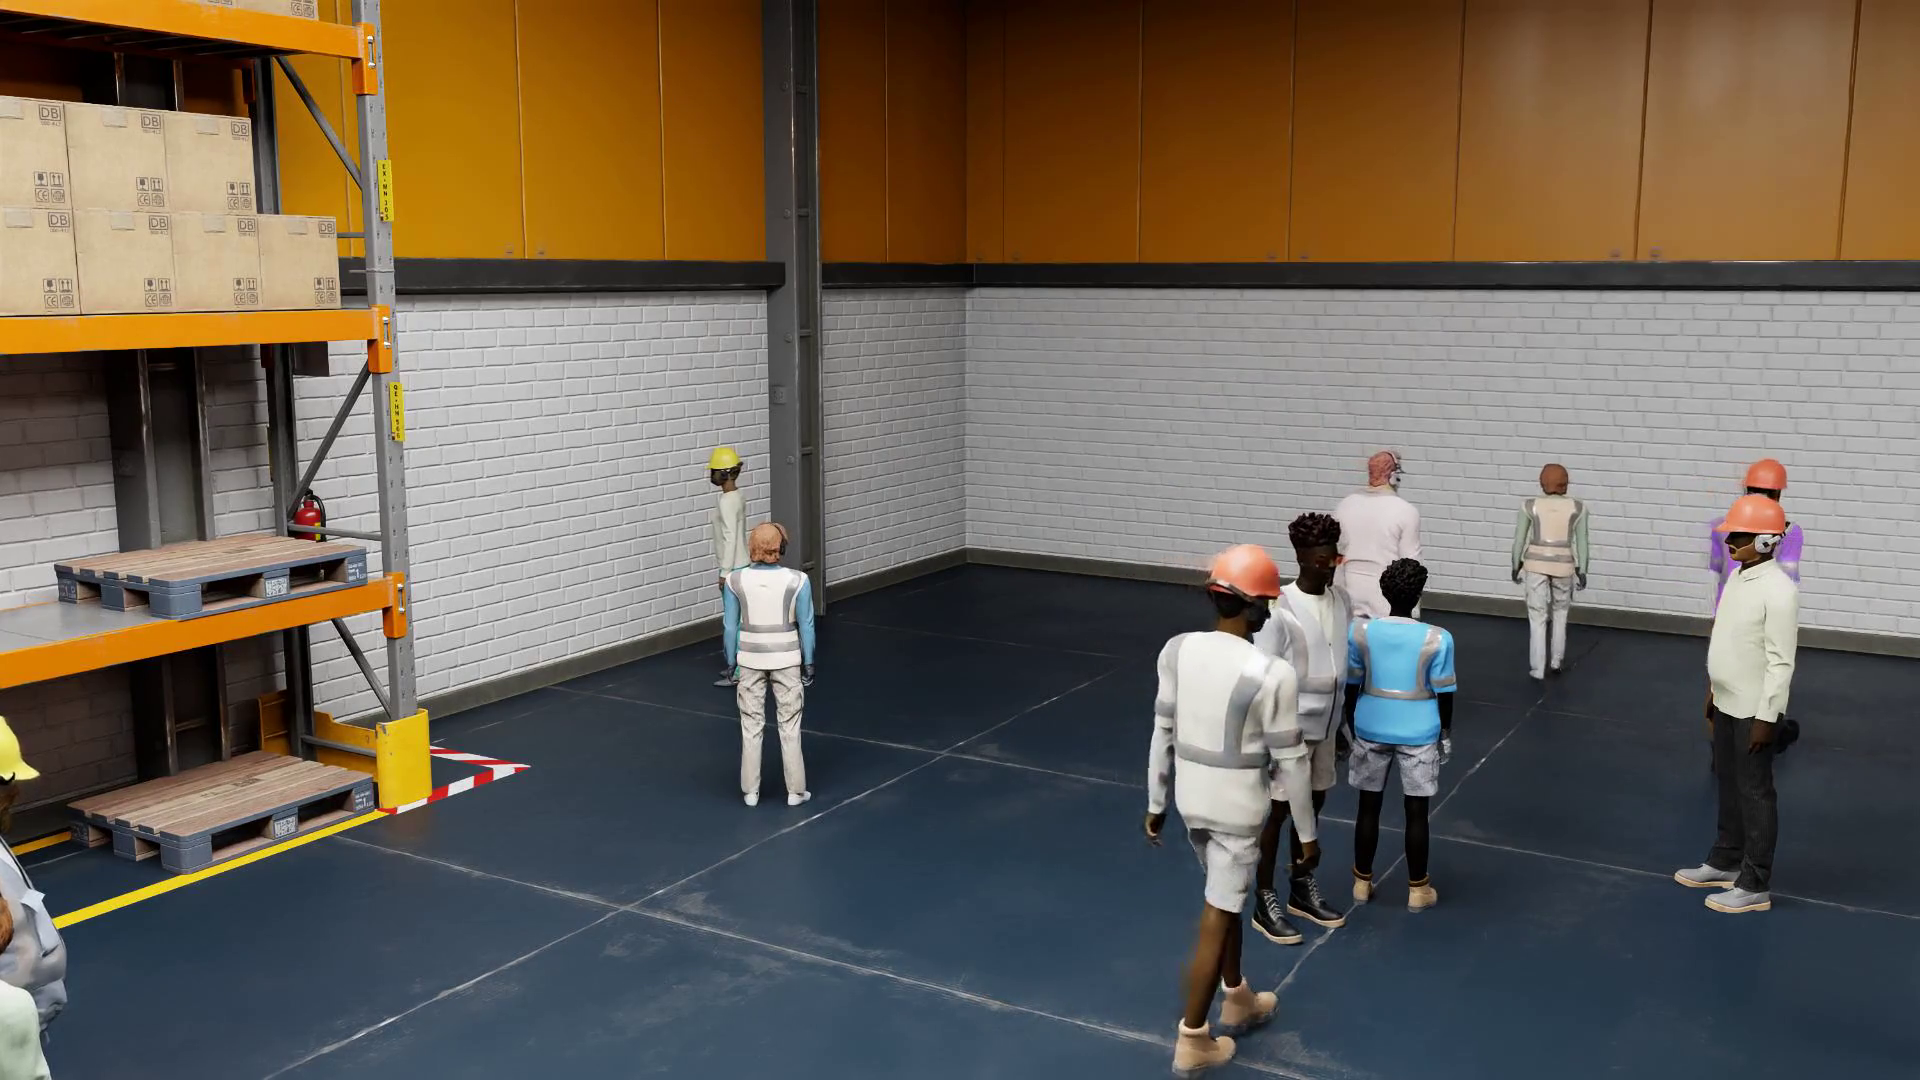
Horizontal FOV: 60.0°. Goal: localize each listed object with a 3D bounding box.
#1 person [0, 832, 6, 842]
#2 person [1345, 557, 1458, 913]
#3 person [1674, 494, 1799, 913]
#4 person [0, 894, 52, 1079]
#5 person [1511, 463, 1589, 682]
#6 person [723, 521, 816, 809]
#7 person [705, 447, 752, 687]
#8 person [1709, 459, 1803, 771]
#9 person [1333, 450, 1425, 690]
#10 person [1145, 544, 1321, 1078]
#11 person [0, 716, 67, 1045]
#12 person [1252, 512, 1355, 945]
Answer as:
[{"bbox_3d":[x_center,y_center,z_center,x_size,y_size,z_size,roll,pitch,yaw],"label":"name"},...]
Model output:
[{"bbox_3d":[-3.285,1.241,5.260,0.591,1.919,0.392,1,9,4],"label":"person"},{"bbox_3d":[2.083,0.925,7.920,0.541,1.696,0.315,4,10,25],"label":"person"},{"bbox_3d":[3.746,0.772,7.948,0.376,1.995,0.612,0,9,1],"label":"person"},{"bbox_3d":[-2.404,1.569,4.085,0.497,1.636,0.285,2,9,15],"label":"person"},{"bbox_3d":[4.417,0.227,12.511,0.541,1.618,0.630,2,9,12],"label":"person"},{"bbox_3d":[-1.077,0.712,9.424,0.523,1.638,0.311,0,9,2],"label":"person"},{"bbox_3d":[-1.702,0.197,12.248,0.330,1.767,0.528,0,9,2],"label":"person"},{"bbox_3d":[4.932,0.448,10.274,0.948,1.891,0.574,-8,12,-42],"label":"person"},{"bbox_3d":[2.712,0.372,10.723,0.402,1.905,0.652,-8,12,-40],"label":"person"},{"bbox_3d":[1.107,1.011,6.375,0.839,2.010,0.649,-7,12,-37],"label":"person"},{"bbox_3d":[-2.722,1.381,4.670,0.404,1.827,0.586,-5,10,-29],"label":"person"},{"bbox_3d":[1.576,0.838,7.618,0.608,1.966,0.370,-7,11,-37],"label":"person"}]
